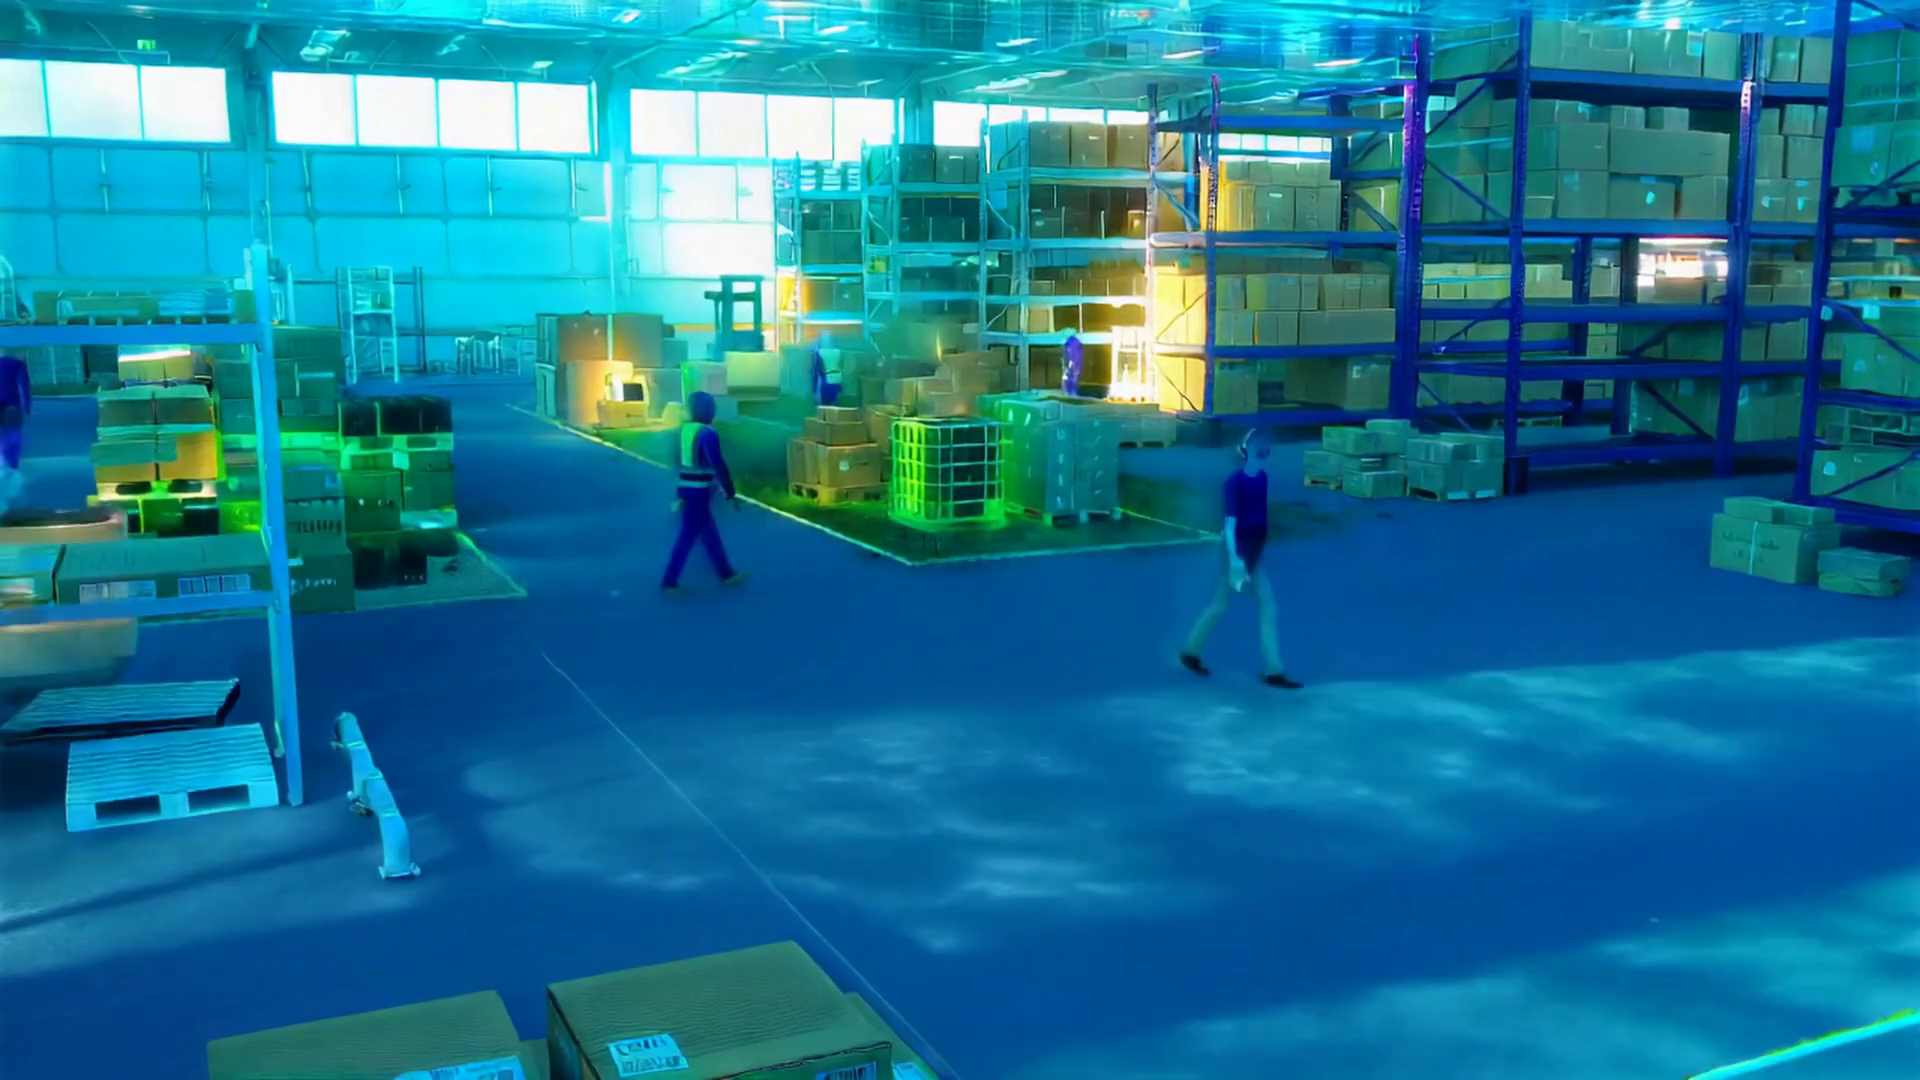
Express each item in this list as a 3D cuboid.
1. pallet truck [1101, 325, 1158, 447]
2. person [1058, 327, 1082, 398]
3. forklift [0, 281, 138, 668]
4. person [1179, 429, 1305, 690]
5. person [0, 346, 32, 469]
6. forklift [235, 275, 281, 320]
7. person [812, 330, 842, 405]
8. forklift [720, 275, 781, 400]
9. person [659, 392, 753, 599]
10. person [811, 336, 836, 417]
[{"bbox_3d":[2.881,-2.596,27.923,0.823,1.965,1.885,-1,9,-7],"label":"pallet truck"},{"bbox_3d":[2.114,-3.193,32.134,0.429,1.838,0.621,4,10,25],"label":"person"},{"bbox_3d":[-7.132,-0.484,12.092,1.873,2.768,1.129,-4,10,-25],"label":"forklift"},{"bbox_3d":[1.950,0.113,11.680,0.973,1.827,0.534,8,12,42],"label":"person"},{"bbox_3d":[-13.882,-1.958,24.191,0.649,1.924,0.588,-3,10,-17],"label":"person"},{"bbox_3d":[-15.623,-4.529,37.187,1.129,2.768,1.873,-4,10,-25],"label":"forklift"},{"bbox_3d":[-2.254,-2.738,29.178,0.897,1.888,0.593,6,11,31],"label":"person"},{"bbox_3d":[-4.943,-4.653,37.954,1.129,2.768,1.873,-6,11,-31],"label":"forklift"},{"bbox_3d":[-2.307,-0.399,14.819,0.975,1.837,0.580,-6,11,-32],"label":"person"},{"bbox_3d":[-2.741,-3.289,33.381,0.520,1.618,0.626,4,10,22],"label":"person"}]
